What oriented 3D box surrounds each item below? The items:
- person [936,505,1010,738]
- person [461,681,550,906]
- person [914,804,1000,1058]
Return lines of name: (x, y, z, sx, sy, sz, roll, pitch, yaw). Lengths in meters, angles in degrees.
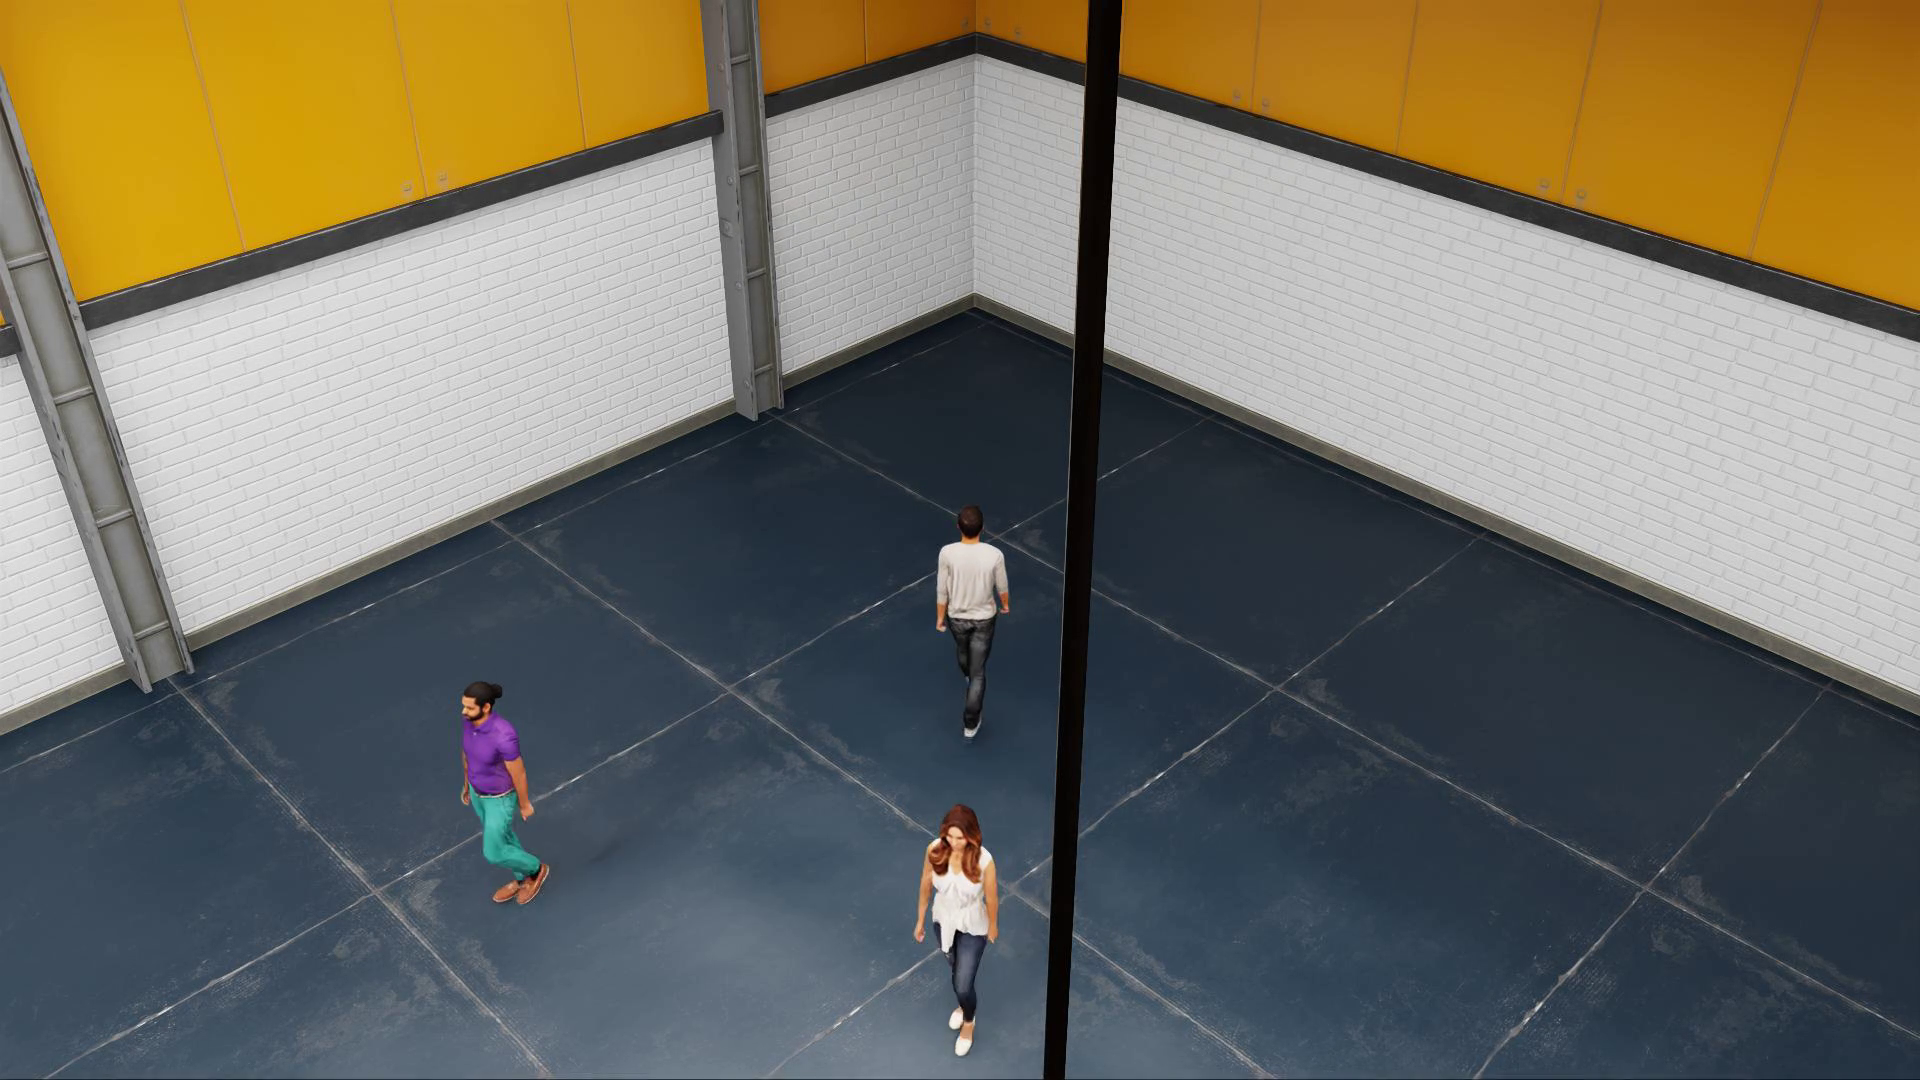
person: (0.086, 0.617, 12.041, 1.117, 1.758, 1.252, 4, 34, 6)
person: (-2.881, 1.576, 10.601, 0.620, 1.755, 0.633, 29, 43, 36)
person: (0.037, 2.164, 9.703, 0.690, 1.769, 0.754, 16, 37, 22)
